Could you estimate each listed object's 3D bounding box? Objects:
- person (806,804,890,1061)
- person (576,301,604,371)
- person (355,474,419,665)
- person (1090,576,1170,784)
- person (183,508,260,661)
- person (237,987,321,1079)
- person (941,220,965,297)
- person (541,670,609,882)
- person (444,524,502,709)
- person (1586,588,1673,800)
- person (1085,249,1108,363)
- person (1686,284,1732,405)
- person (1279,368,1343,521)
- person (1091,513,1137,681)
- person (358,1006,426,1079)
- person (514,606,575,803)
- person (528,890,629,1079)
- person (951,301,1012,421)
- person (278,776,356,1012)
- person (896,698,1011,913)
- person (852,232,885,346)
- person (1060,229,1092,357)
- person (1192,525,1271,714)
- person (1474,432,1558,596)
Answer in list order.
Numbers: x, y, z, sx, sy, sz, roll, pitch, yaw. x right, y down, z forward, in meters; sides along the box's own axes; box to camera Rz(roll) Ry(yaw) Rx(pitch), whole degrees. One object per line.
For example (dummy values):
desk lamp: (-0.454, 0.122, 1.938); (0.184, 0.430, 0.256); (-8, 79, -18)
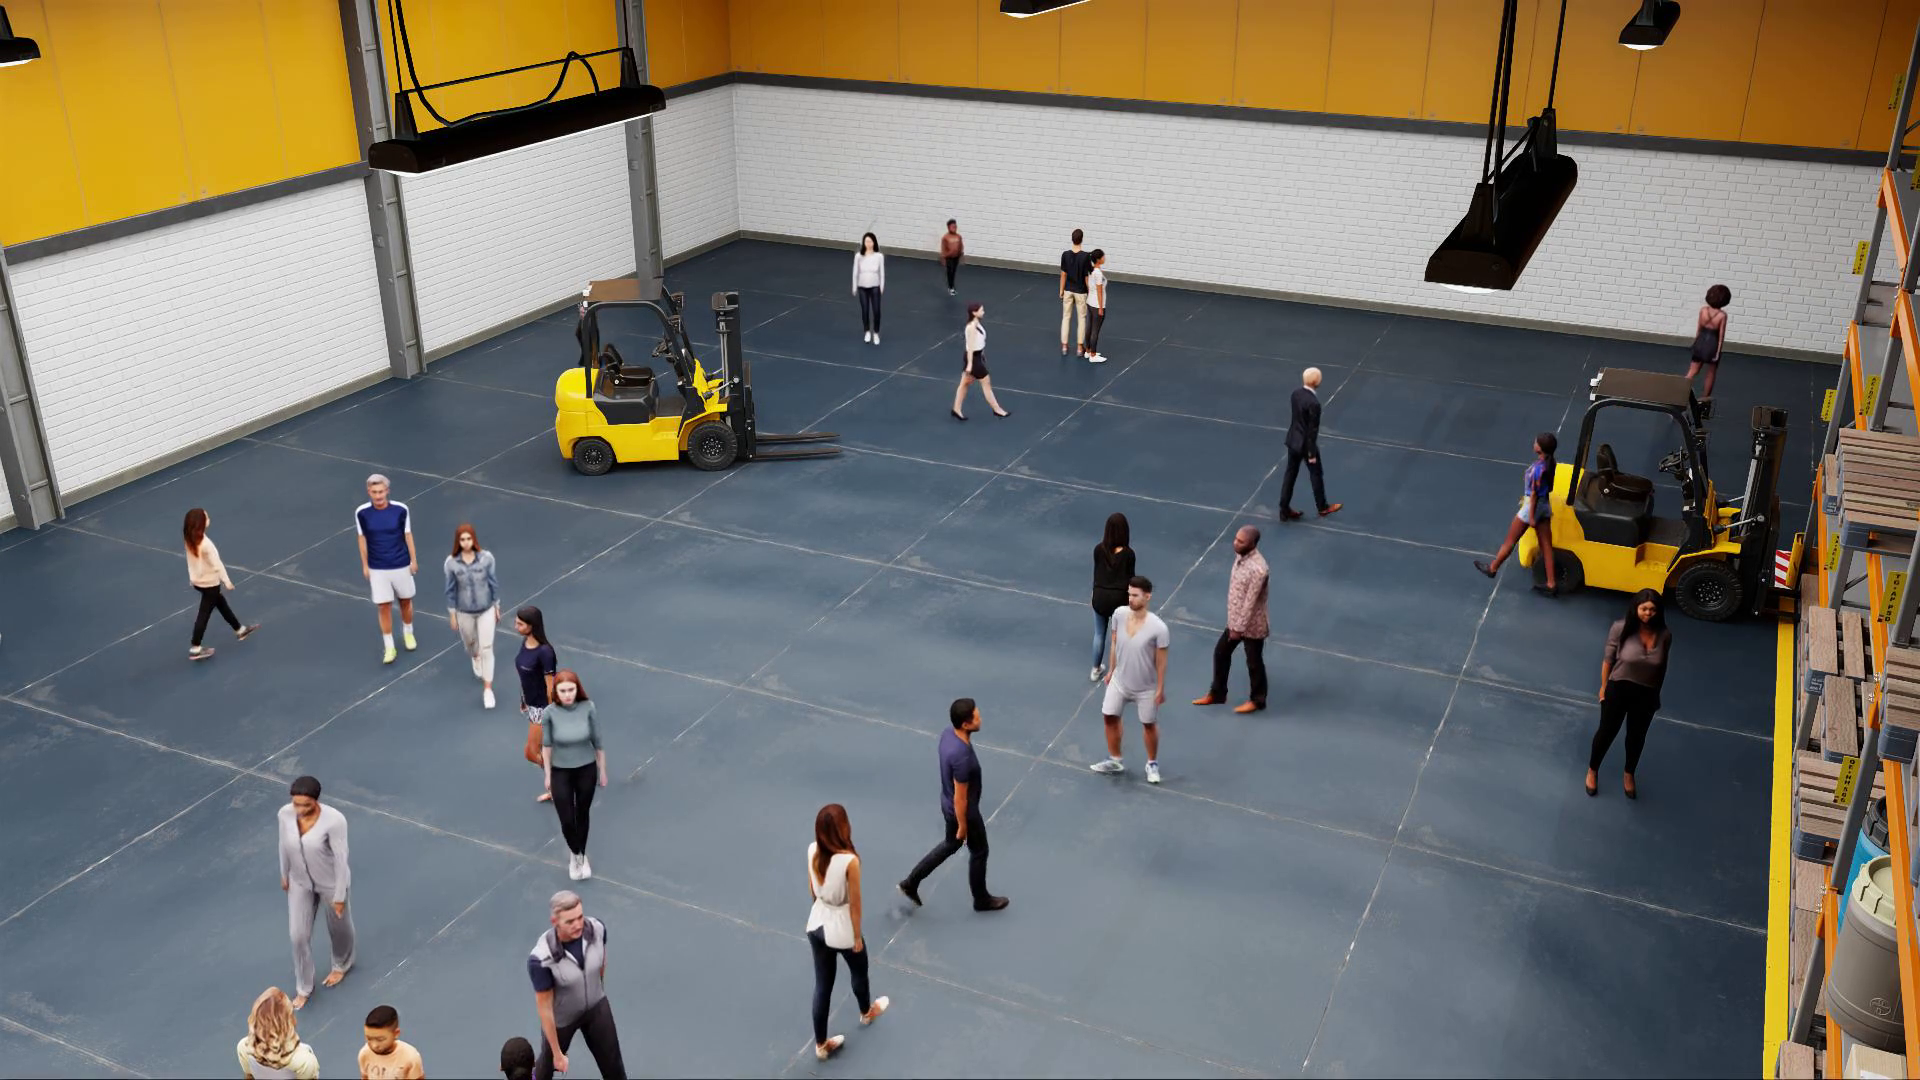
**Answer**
person: (-0.841, 2.515, 10.480); (0.710, 1.761, 0.945); (14, 27, 30)
person: (-4.721, -2.309, 21.611); (0.864, 1.686, 0.786); (-17, 29, -34)
person: (-5.374, 0.205, 15.668); (0.864, 1.839, 0.925); (-8, 25, -17)
person: (1.475, 1.110, 13.590); (0.778, 1.845, 0.742); (12, 26, 26)
person: (-7.137, 0.435, 15.635); (0.754, 1.444, 1.029); (19, 30, 37)
person: (-3.641, 3.169, 9.032); (0.671, 1.722, 0.634); (4, 24, 10)
person: (-0.155, -4.723, 27.688); (0.736, 1.241, 0.786); (-11, 26, -24)
person: (-2.880, 1.705, 12.364); (0.721, 1.737, 0.782); (-8, 25, -18)
person: (-4.348, 0.621, 14.914); (1.012, 1.681, 1.120); (-6, 24, -13)
person: (5.368, 1.224, 13.334); (0.712, 1.841, 0.692); (3, 24, 8)
person: (1.979, -3.430, 24.224); (0.715, 1.646, 0.633); (-5, 24, -11)
person: (9.768, -2.461, 21.860); (0.766, 1.764, 1.074); (22, 32, 40)
person: (3.769, -1.046, 18.602); (1.129, 1.780, 1.049); (-10, 26, -22)
person: (1.380, 0.529, 15.168); (0.566, 1.645, 0.548); (7, 25, 16)
person: (-3.136, 3.201, 9.290); (0.579, 1.459, 0.572); (2, 24, 5)
person: (-3.245, 1.303, 13.261); (0.764, 1.754, 0.712); (-13, 27, -27)
person: (-2.345, 2.791, 9.841); (1.046, 1.768, 1.239); (20, 31, 39)
person: (0.089, -2.304, 21.688); (0.900, 1.614, 1.037); (1, 24, 3)
person: (-4.257, 2.243, 11.172); (0.870, 1.705, 0.946); (4, 24, 8)
person: (-0.079, 1.914, 11.849); (1.098, 1.767, 1.077); (-6, 24, -13)
person: (-1.367, -3.811, 25.051); (0.761, 1.682, 0.817); (1, 24, 1)
person: (1.704, -3.643, 24.455); (0.645, 1.851, 0.565); (9, 25, 19)
person: (2.600, 0.705, 14.589); (1.021, 1.786, 0.971); (-7, 25, -16)
person: (5.929, -0.239, 16.859); (1.136, 1.698, 0.949); (-21, 31, -39)
